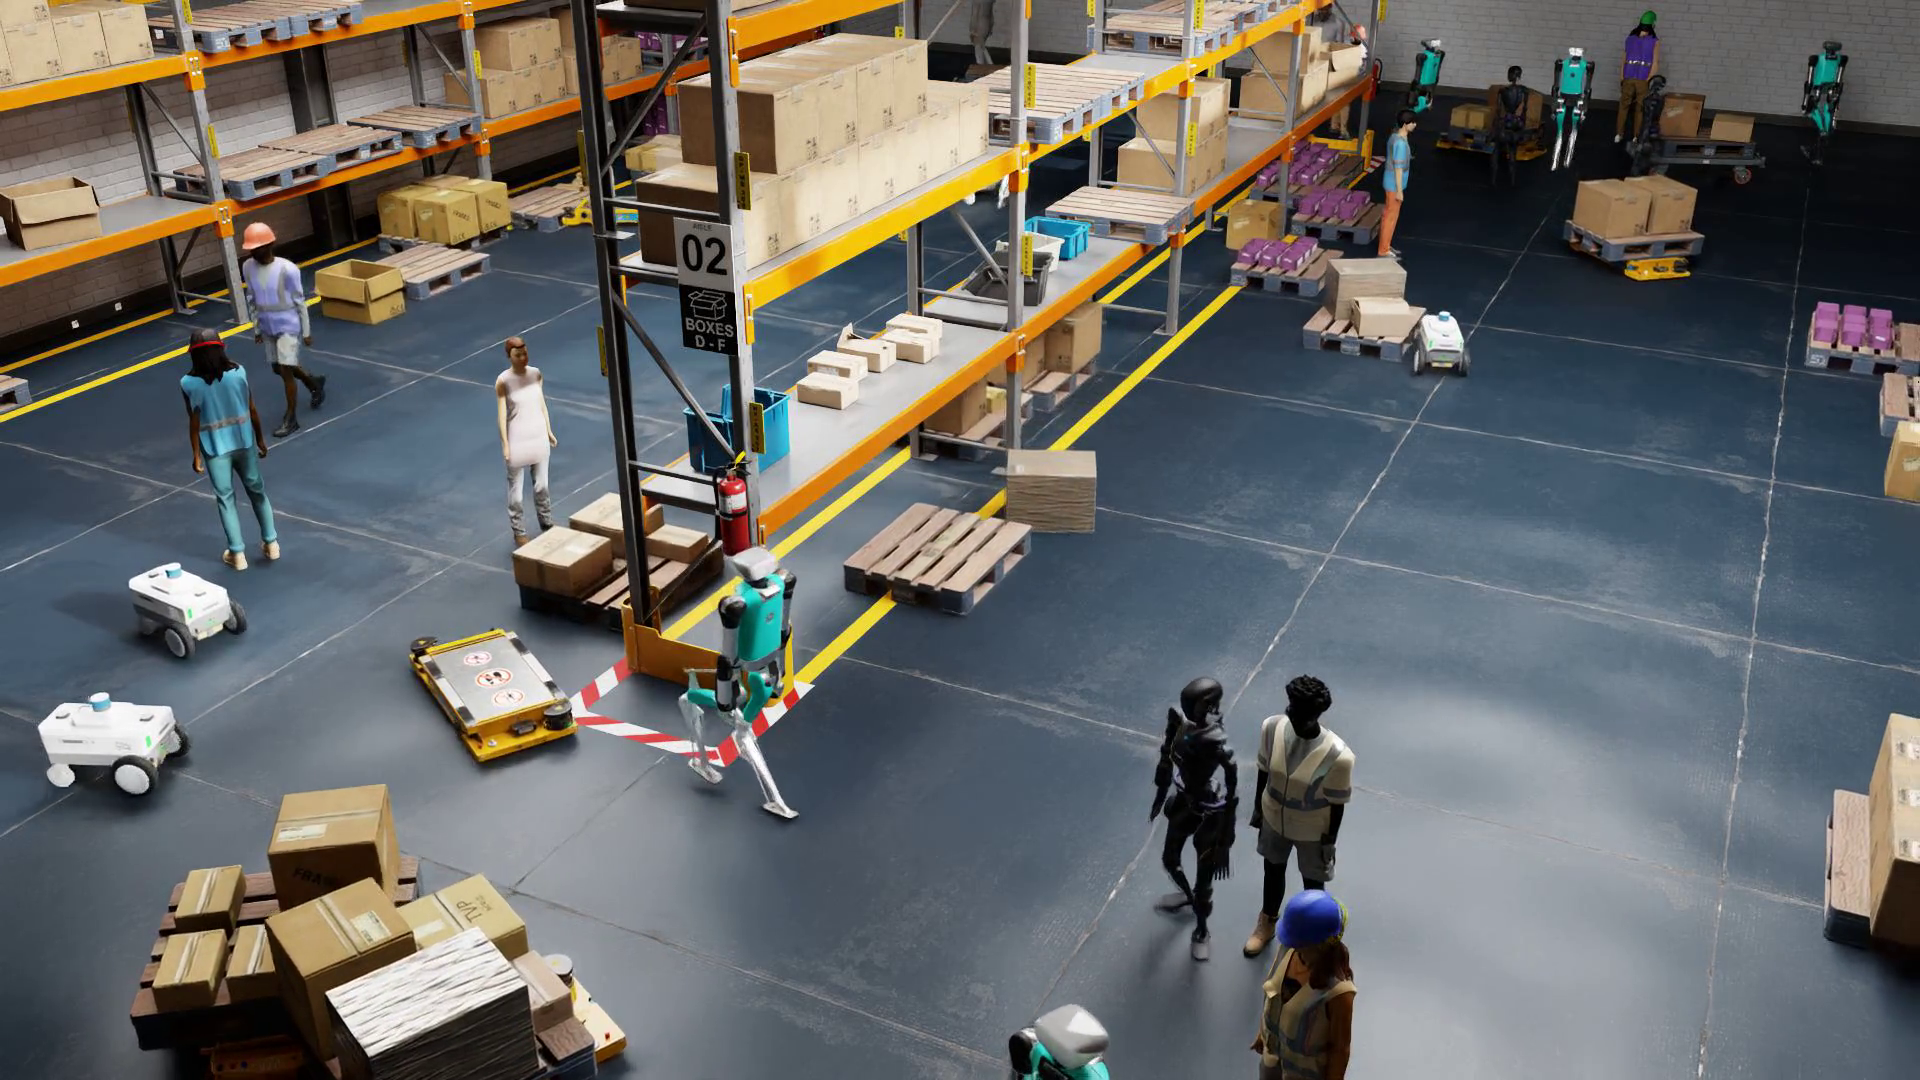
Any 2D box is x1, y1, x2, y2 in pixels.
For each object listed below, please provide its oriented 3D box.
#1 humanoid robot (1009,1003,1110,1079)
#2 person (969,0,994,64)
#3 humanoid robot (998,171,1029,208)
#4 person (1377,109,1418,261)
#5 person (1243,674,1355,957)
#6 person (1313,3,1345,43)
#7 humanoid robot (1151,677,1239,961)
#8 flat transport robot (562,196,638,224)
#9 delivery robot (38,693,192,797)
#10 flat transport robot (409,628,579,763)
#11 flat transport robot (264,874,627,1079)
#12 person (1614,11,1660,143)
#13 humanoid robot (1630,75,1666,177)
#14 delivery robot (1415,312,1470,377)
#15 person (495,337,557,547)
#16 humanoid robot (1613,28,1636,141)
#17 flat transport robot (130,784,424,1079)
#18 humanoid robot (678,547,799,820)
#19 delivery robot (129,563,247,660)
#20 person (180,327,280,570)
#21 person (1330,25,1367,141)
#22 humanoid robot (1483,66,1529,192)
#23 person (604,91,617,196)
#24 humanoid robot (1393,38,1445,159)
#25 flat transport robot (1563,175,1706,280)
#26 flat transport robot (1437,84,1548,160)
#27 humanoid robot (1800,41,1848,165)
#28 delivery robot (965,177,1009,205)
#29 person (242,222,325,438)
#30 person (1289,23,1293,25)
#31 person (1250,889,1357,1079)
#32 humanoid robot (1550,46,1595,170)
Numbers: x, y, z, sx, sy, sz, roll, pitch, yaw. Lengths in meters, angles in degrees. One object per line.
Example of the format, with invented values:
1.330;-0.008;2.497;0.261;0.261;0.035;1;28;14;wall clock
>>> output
0.152;2.567;5.997;1.049;1.736;0.533;-23;34;-38;humanoid robot
0.356;-8.961;29.134;0.430;1.816;0.542;21;33;36;person
0.710;-5.177;21.574;0.539;1.777;0.696;6;27;11;humanoid robot
5.120;-4.160;19.504;0.335;1.759;0.495;3;27;7;person
1.688;1.412;8.319;0.533;1.693;0.320;22;34;38;person
5.790;-7.709;26.587;0.661;1.842;0.849;17;31;30;person
1.225;1.368;8.435;0.412;1.647;0.619;-16;30;-29;humanoid robot
-4.318;-4.211;21.285;1.431;0.231;0.659;0;26;0;flat transport robot
-5.100;1.204;10.029;0.784;0.599;0.499;1;26;3;delivery robot
-3.060;0.960;10.839;0.659;0.231;1.431;-16;30;-29;flat transport robot
-2.362;2.464;7.800;1.431;0.231;0.659;-20;32;-34;flat transport robot
10.120;-6.895;24.832;0.533;1.932;0.408;21;33;36;person
9.055;-5.277;21.843;0.460;1.642;0.589;8;28;16;humanoid robot
4.737;-1.942;16.373;0.499;0.591;0.768;4;27;7;delivery robot
-3.318;-0.764;12.748;0.284;1.661;0.452;24;35;39;person
10.150;-6.878;25.103;0.378;1.656;0.591;5;27;10;humanoid robot
-3.305;2.254;8.225;0.659;0.231;1.431;-5;27;-10;flat transport robot
-1.367;0.777;9.621;0.993;1.765;0.530;19;32;34;humanoid robot
-5.383;0.463;11.540;0.797;0.613;0.499;16;30;28;delivery robot
-5.423;-0.675;12.340;0.541;1.864;0.371;-20;33;-35;person
5.856;-6.971;25.247;0.571;1.708;0.646;-19;32;-33;person
7.395;-5.519;22.358;0.608;1.636;0.425;-13;29;-24;humanoid robot
-4.591;-5.099;21.299;0.394;1.846;0.562;-4;27;-7;person
6.513;-6.322;23.958;0.549;1.828;0.722;-18;32;-32;humanoid robot
7.864;-3.348;19.541;0.659;0.231;1.431;-6;27;-12;flat transport robot
7.865;-5.850;24.596;1.431;0.231;0.659;21;33;36;flat transport robot
12.195;-6.105;23.448;0.531;1.725;1.006;0;26;0;humanoid robot
0.281;-4.795;22.134;0.777;0.587;0.499;-17;31;-31;delivery robot
-6.029;-1.932;14.839;0.549;1.912;0.795;7;27;14;person
5.085;-7.510;26.191;0.576;1.829;0.654;-11;28;-20;person
1.368;2.138;6.763;0.320;1.773;0.470;-13;29;-25;person
8.573;-6.058;23.344;0.530;1.774;0.720;13;29;24;humanoid robot
